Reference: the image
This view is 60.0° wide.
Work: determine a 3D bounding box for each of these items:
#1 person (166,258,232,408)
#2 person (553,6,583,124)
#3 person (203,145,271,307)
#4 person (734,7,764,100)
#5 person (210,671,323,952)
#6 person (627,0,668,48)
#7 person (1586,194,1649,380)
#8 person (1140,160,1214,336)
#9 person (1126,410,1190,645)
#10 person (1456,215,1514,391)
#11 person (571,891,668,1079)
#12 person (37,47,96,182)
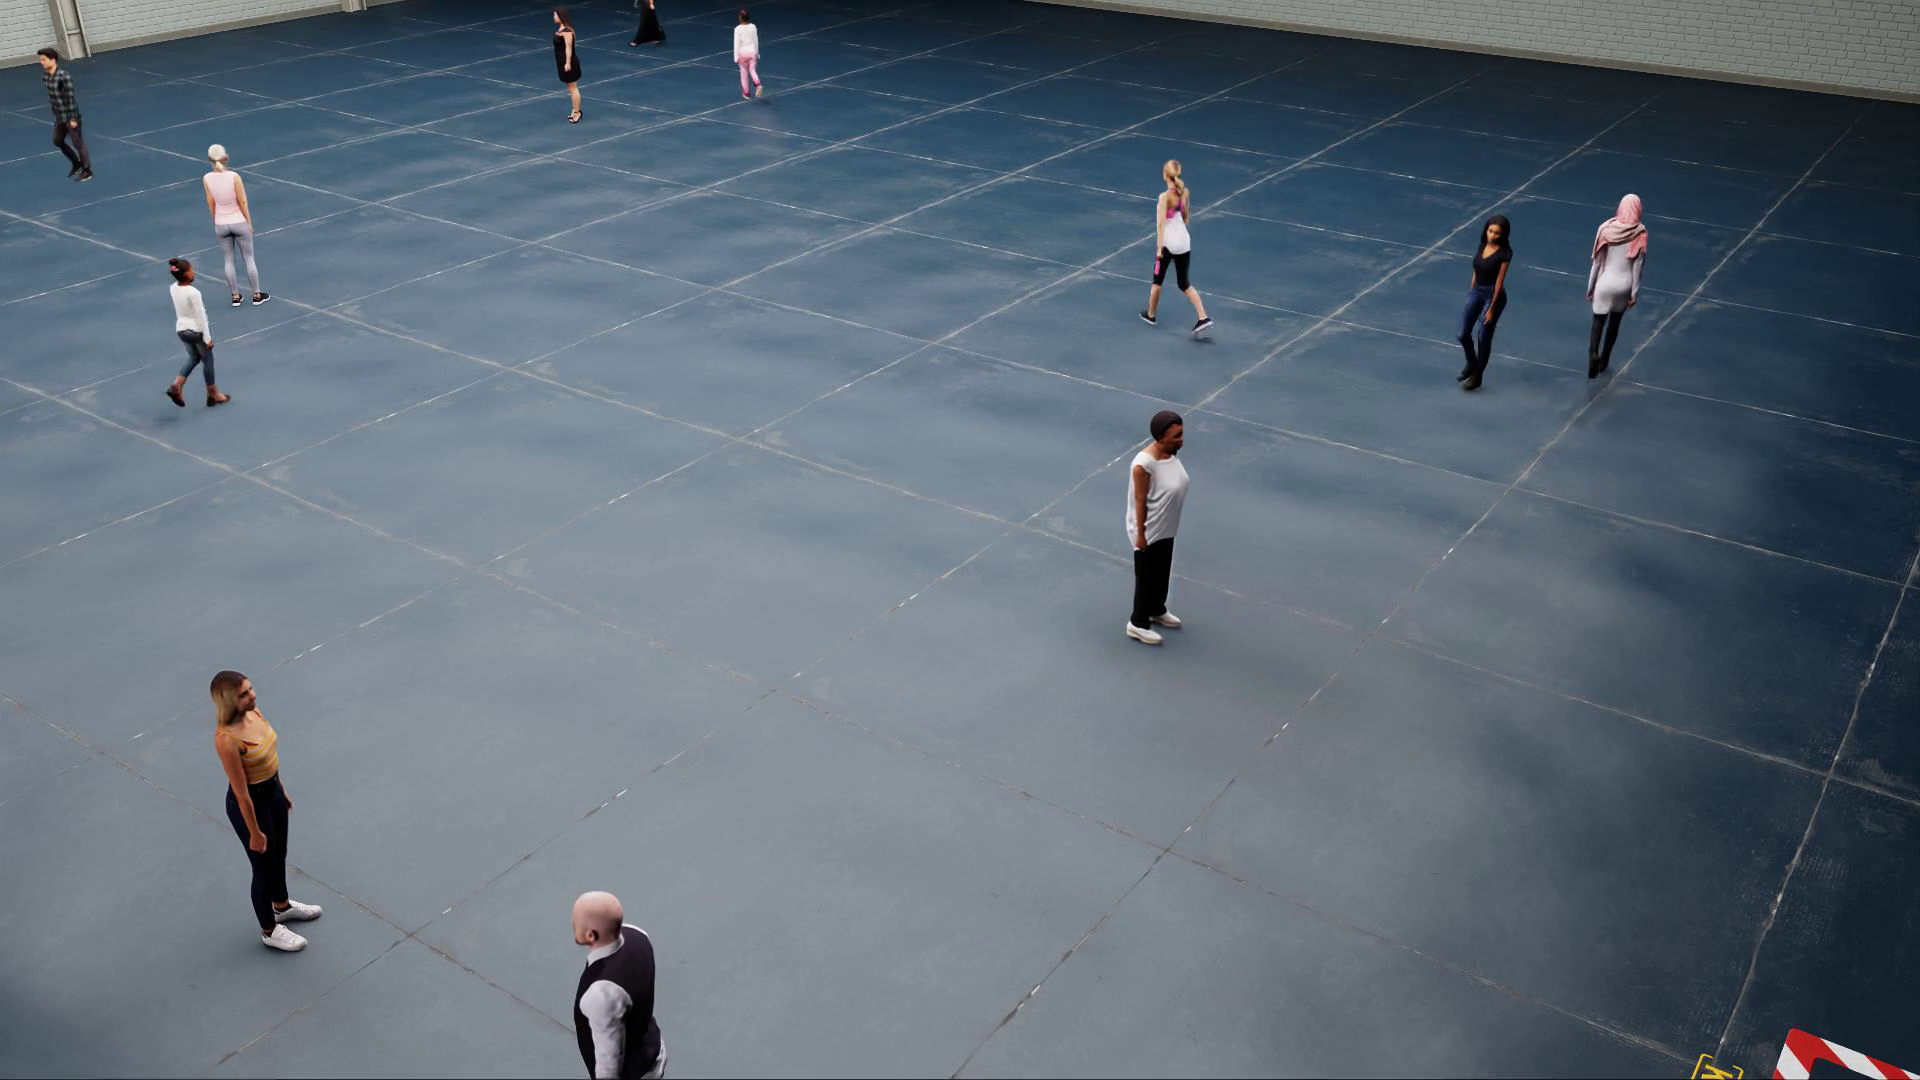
[{"bbox_3d":[-7.054,-1.868,15.185,0.559,1.443,0.807,15,31,27],"label":"person"},{"bbox_3d":[-5.949,-7.247,25.332,0.811,1.718,0.759,-6,28,-11],"label":"person"},{"bbox_3d":[-7.786,-3.364,17.784,0.631,1.726,0.678,-2,27,-5],"label":"person"},{"bbox_3d":[-3.376,-7.794,26.702,0.804,1.437,0.811,-14,31,-26],"label":"person"},{"bbox_3d":[-3.655,1.386,8.663,0.716,1.629,0.623,0,27,0],"label":"person"},{"bbox_3d":[-5.675,-9.831,30.534,1.116,1.550,0.883,-14,30,-26],"label":"person"},{"bbox_3d":[6.187,-2.351,15.754,0.756,1.782,1.082,12,29,21],"label":"person"},{"bbox_3d":[2.261,-2.932,16.921,1.181,1.746,0.940,-23,35,-37],"label":"person"},{"bbox_3d":[1.365,-0.112,11.509,0.703,1.687,0.536,17,32,29],"label":"person"},{"bbox_3d":[4.989,-2.210,15.552,0.689,1.715,0.648,-16,32,-29],"label":"person"},{"bbox_3d":[-1.380,2.204,6.866,0.847,1.821,0.747,0,27,1],"label":"person"},{"bbox_3d":[-11.514,-5.531,21.539,0.744,1.704,0.664,11,29,20],"label":"person"}]
